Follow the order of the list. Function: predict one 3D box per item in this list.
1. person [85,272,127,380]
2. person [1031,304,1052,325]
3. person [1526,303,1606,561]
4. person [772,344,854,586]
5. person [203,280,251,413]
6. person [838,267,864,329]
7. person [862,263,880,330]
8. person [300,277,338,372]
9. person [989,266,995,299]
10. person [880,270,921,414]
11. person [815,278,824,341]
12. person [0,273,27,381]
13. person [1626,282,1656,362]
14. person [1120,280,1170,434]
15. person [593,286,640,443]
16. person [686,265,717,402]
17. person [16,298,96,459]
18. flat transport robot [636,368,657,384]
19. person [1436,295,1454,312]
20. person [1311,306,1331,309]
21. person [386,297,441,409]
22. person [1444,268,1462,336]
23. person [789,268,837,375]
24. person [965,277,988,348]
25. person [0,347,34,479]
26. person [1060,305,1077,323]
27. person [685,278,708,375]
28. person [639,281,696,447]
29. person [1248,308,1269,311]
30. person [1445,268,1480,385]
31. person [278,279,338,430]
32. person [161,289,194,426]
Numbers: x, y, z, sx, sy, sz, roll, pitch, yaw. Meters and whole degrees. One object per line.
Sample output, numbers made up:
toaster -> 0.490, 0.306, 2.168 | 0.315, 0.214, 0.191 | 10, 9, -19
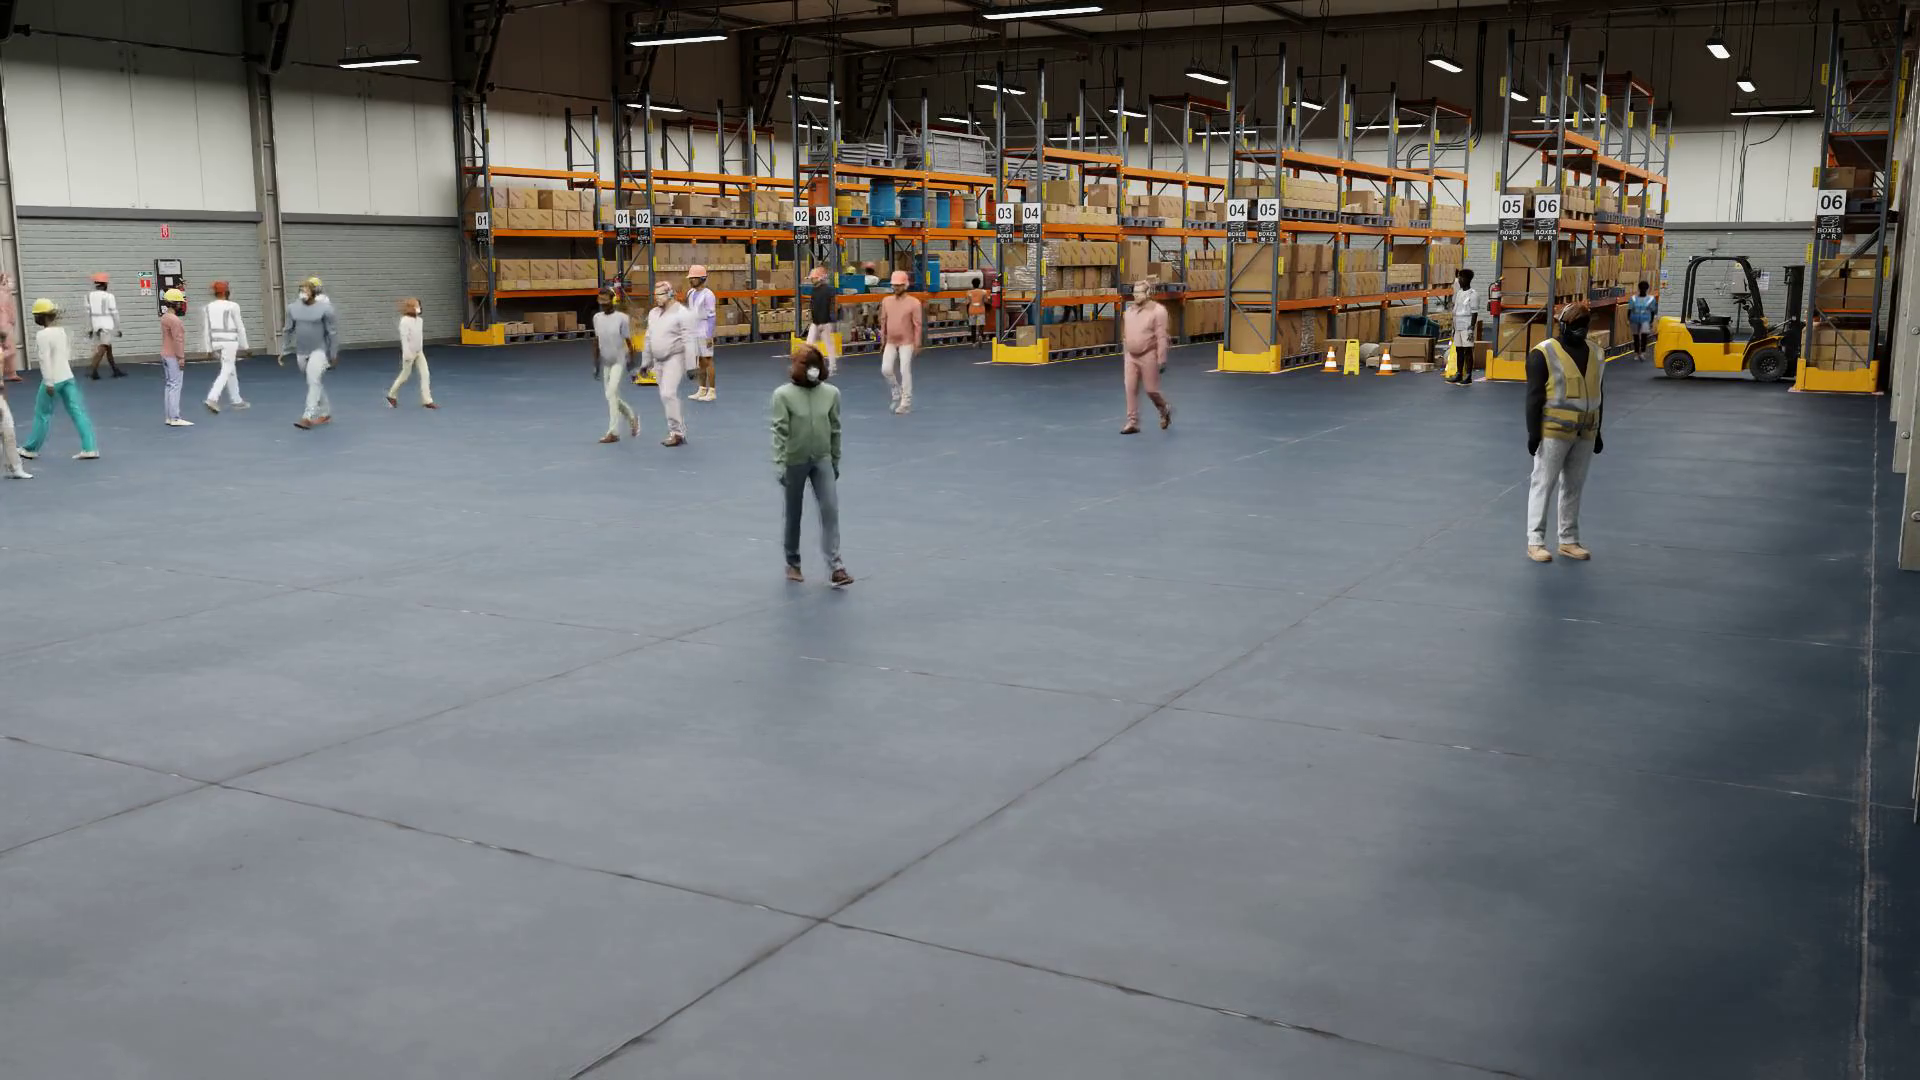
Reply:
person -> -15.222, -3.795, 29.506 | 0.560, 1.896, 0.986 | 2, 10, 14
person -> 1.980, -5.577, 40.214 | 0.593, 1.799, 0.987 | 3, 10, 19
person -> 4.340, -0.764, 11.897 | 0.633, 1.841, 0.429 | -3, 10, -17
person -> -0.967, -0.475, 10.919 | 0.512, 1.600, 0.816 | -4, 11, -24
person -> -10.333, -2.708, 23.291 | 0.583, 1.849, 0.944 | 4, 10, 21
person -> -2.676, -5.807, 41.225 | 0.620, 1.900, 0.694 | 4, 11, 24
person -> -2.289, -6.126, 42.823 | 0.637, 1.989, 1.024 | 3, 10, 19
person -> -11.942, -3.980, 30.908 | 0.591, 1.790, 0.940 | 4, 10, 21
person -> 1.032, -7.771, 52.779 | 0.556, 1.884, 0.600 | 8, 13, 40
person -> -0.835, -2.729, 22.994 | 0.644, 1.975, 0.437 | 5, 11, 27
person -> -3.201, -5.327, 38.632 | 0.523, 1.841, 0.867 | 5, 11, 27
person -> -16.552, -3.653, 28.694 | 0.594, 1.884, 0.675 | -7, 12, -35
person -> 14.035, -4.498, 34.323 | 0.540, 1.641, 0.900 | 6, 11, 30
person -> 2.285, -2.253, 20.492 | 0.653, 1.881, 0.737 | 8, 13, 40
person -> -4.031, -2.076, 19.589 | 0.536, 1.845, 0.768 | 6, 11, 31
person -> -3.887, -3.087, 24.903 | 0.395, 2.042, 0.611 | -7, 12, -35
person -> -9.715, -1.700, 17.732 | 0.902, 1.720, 0.545 | 0, 10, 2
flat transport robot -> -5.196, -2.833, 28.598 | 0.652, 0.197, 1.431 | -1, 10, -6
person -> 13.701, -6.787, 47.166 | 0.995, 1.825, 0.606 | 1, 10, 9
person -> 9.274, -6.115, 42.642 | 0.677, 2.000, 1.066 | 2, 10, 13
person -> -7.870, -2.667, 23.753 | 0.806, 1.599, 0.510 | 3, 10, 17
person -> 13.196, -6.325, 44.413 | 0.511, 1.860, 0.332 | 2, 10, 11
person -> -2.644, -3.943, 30.176 | 0.981, 1.946, 0.652 | -7, 12, -36
person -> 0.389, -5.363, 39.234 | 0.538, 1.686, 0.395 | 1, 10, 3
person -> -9.540, -1.382, 16.193 | 0.813, 1.608, 0.505 | 2, 10, 14
person -> 2.905, -6.169, 43.277 | 0.623, 1.950, 1.047 | 9, 13, 41
person -> -4.864, -3.950, 30.542 | 0.324, 1.842, 0.516 | -6, 11, -30
person -> -3.393, -2.016, 19.090 | 0.636, 1.883, 0.613 | 8, 13, 40
person -> 7.757, -6.166, 43.274 | 0.587, 1.928, 0.363 | 4, 10, 21
person -> 8.513, -3.595, 28.103 | 0.367, 1.966, 0.607 | -3, 10, -16
person -> -8.243, -2.356, 21.119 | 0.648, 1.889, 1.047 | 2, 10, 9
person -> -10.080, -2.342, 21.385 | 0.338, 1.757, 0.518 | -8, 13, -41
